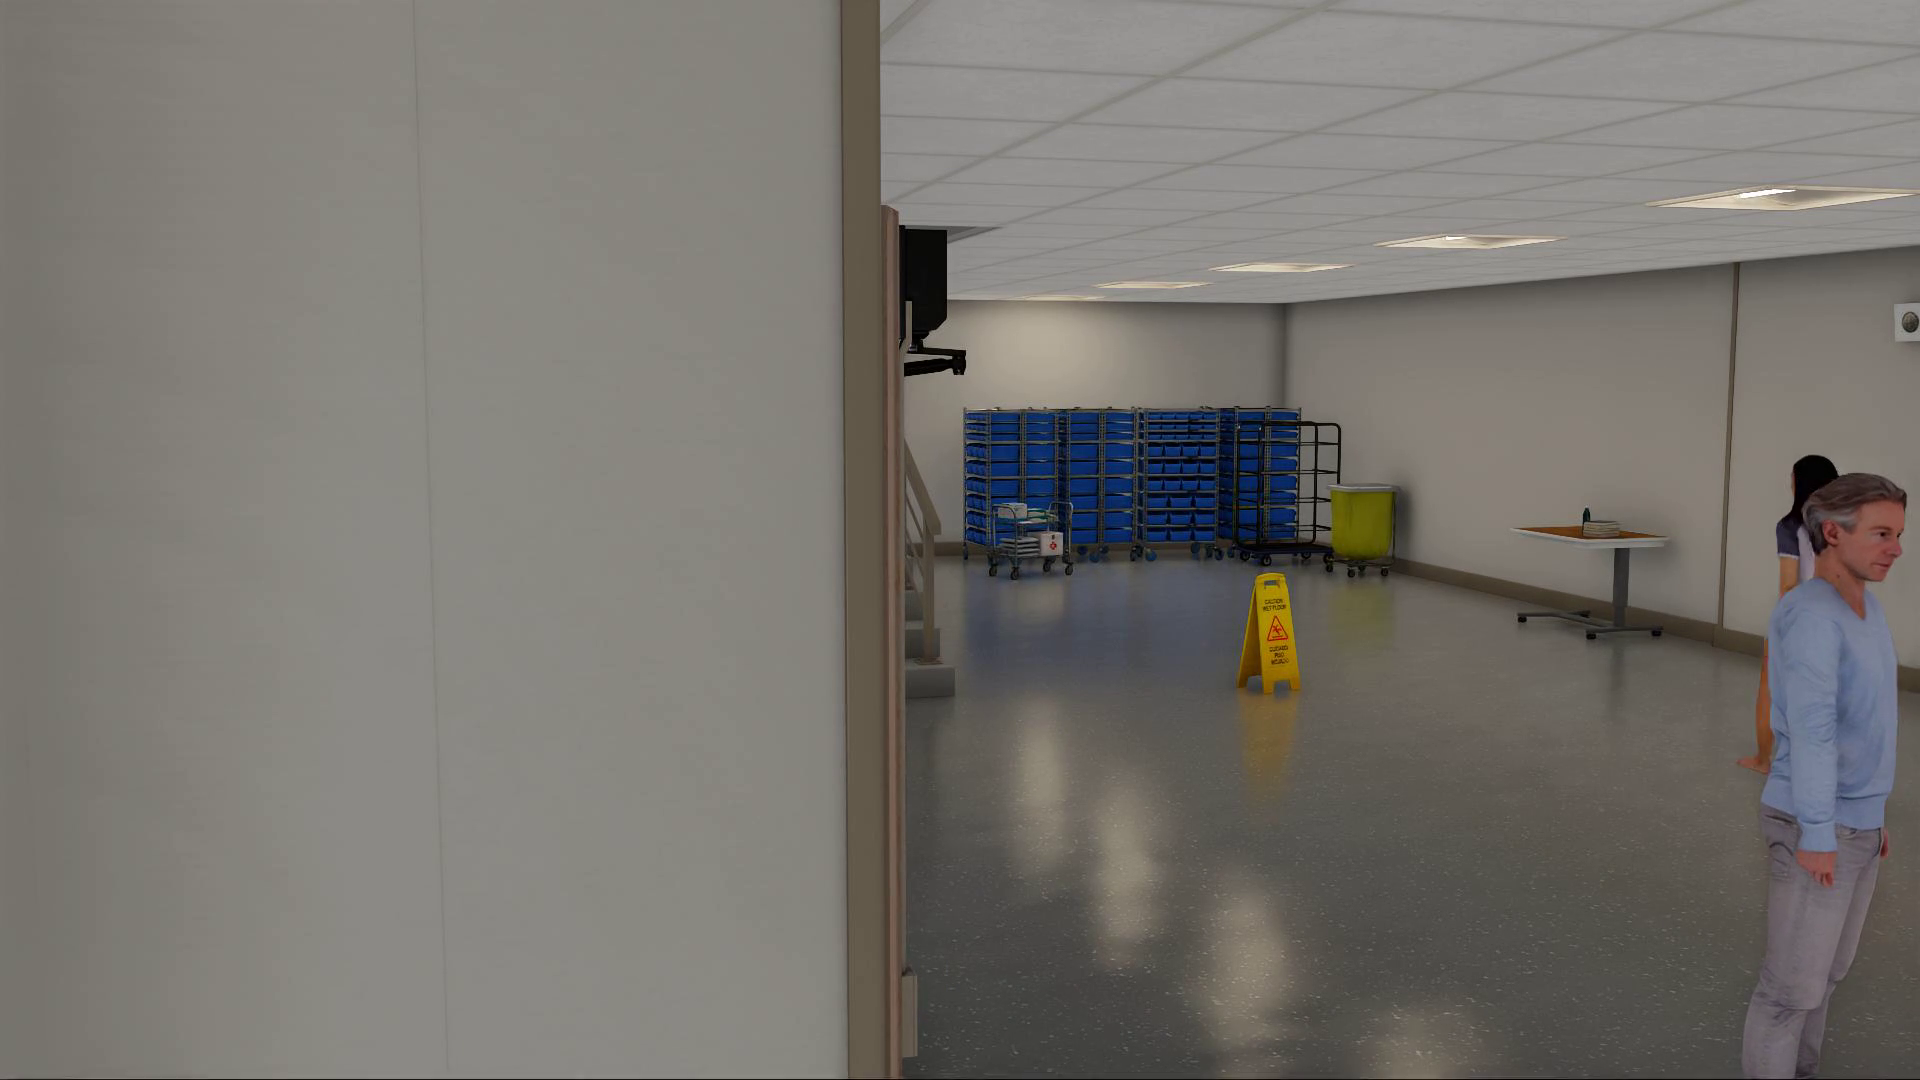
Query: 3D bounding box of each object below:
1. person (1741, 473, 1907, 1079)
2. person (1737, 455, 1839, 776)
[{"bbox_3d":[2.279,0.758,4.395,0.761,1.888,0.752,5,8,43],"label":"person"},{"bbox_3d":[4.361,0.455,8.392,0.669,1.691,1.159,-1,6,-8],"label":"person"}]
